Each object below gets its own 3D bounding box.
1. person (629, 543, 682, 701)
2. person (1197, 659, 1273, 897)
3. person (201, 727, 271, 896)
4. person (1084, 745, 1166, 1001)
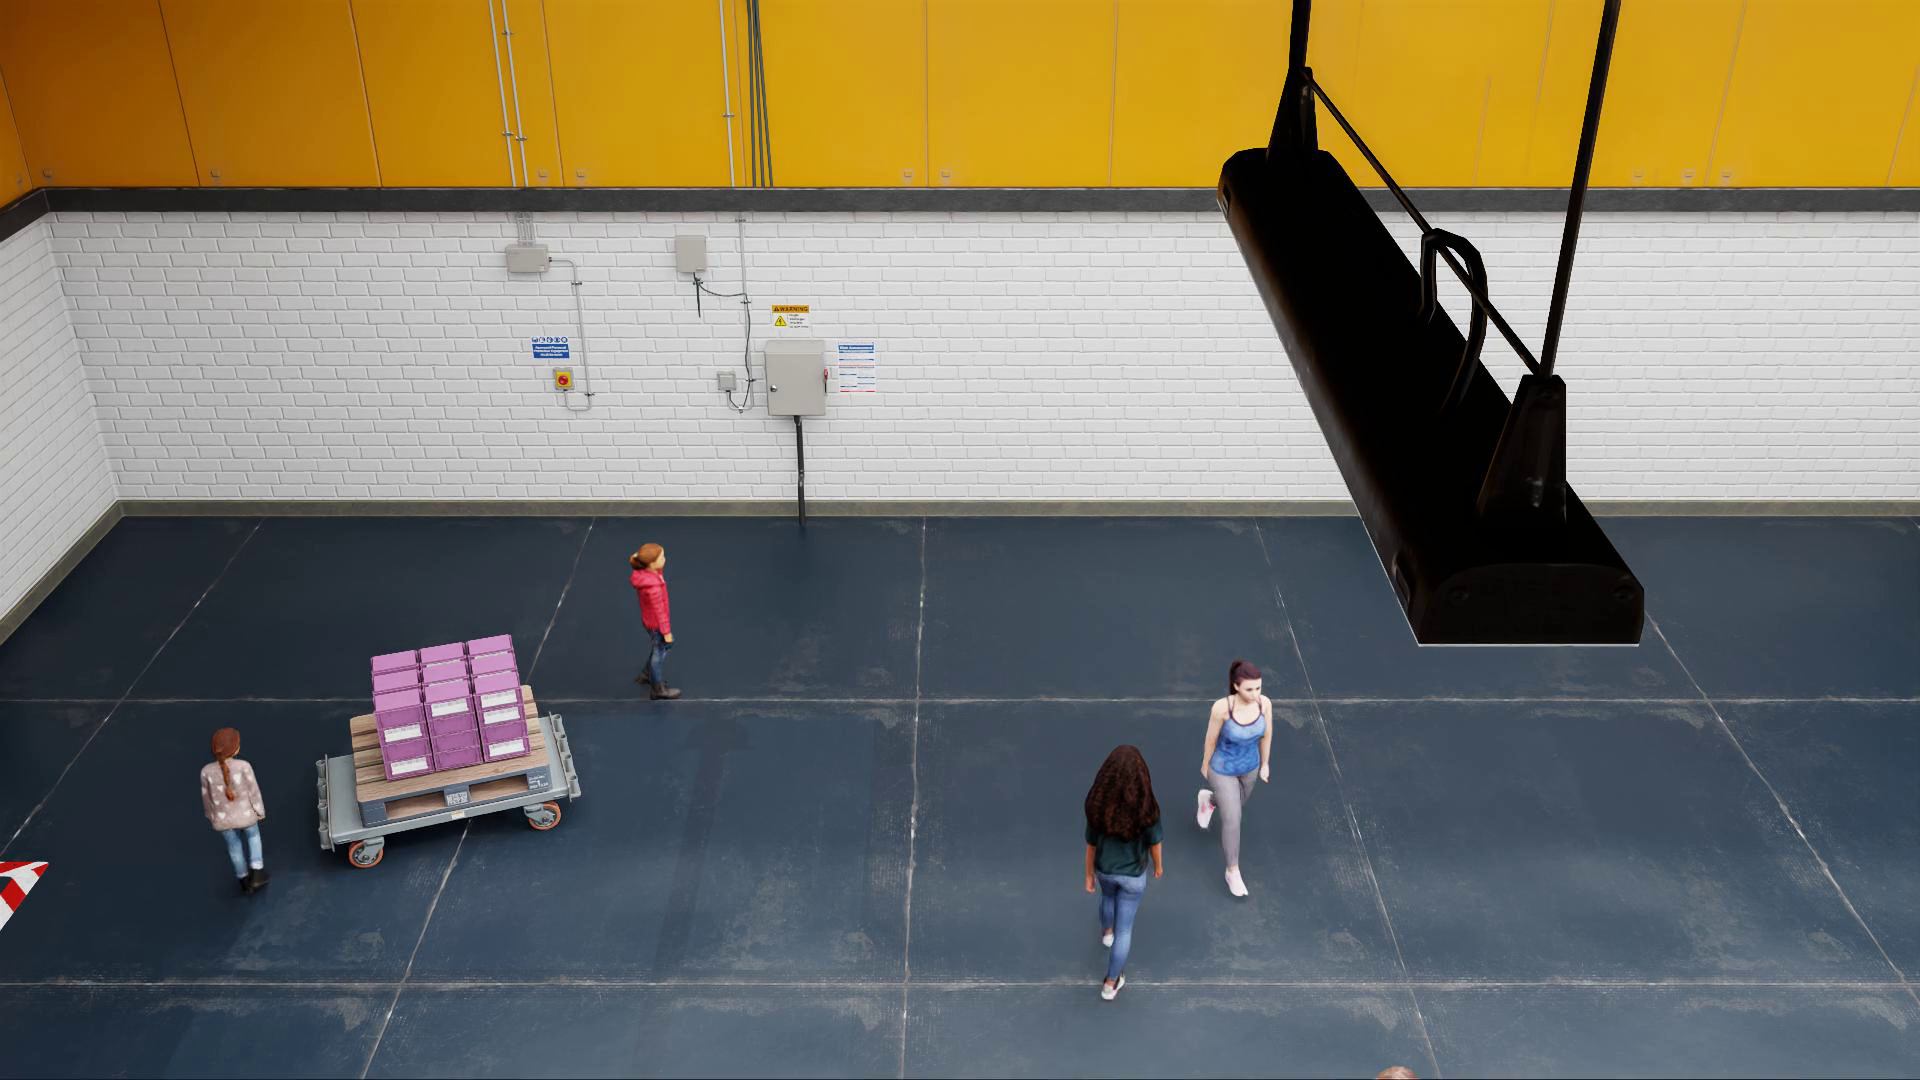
[{"bbox_3d":[-2.303,0.621,12.232,0.632,1.309,0.541,-7,29,-13],"label":"person"},{"bbox_3d":[1.702,1.406,10.519,0.792,1.573,1.136,-9,30,-16],"label":"person"},{"bbox_3d":[-4.511,1.727,10.340,0.570,1.179,0.584,-11,30,-19],"label":"person"},{"bbox_3d":[0.906,1.945,9.512,0.784,1.590,0.981,10,30,18],"label":"person"}]
